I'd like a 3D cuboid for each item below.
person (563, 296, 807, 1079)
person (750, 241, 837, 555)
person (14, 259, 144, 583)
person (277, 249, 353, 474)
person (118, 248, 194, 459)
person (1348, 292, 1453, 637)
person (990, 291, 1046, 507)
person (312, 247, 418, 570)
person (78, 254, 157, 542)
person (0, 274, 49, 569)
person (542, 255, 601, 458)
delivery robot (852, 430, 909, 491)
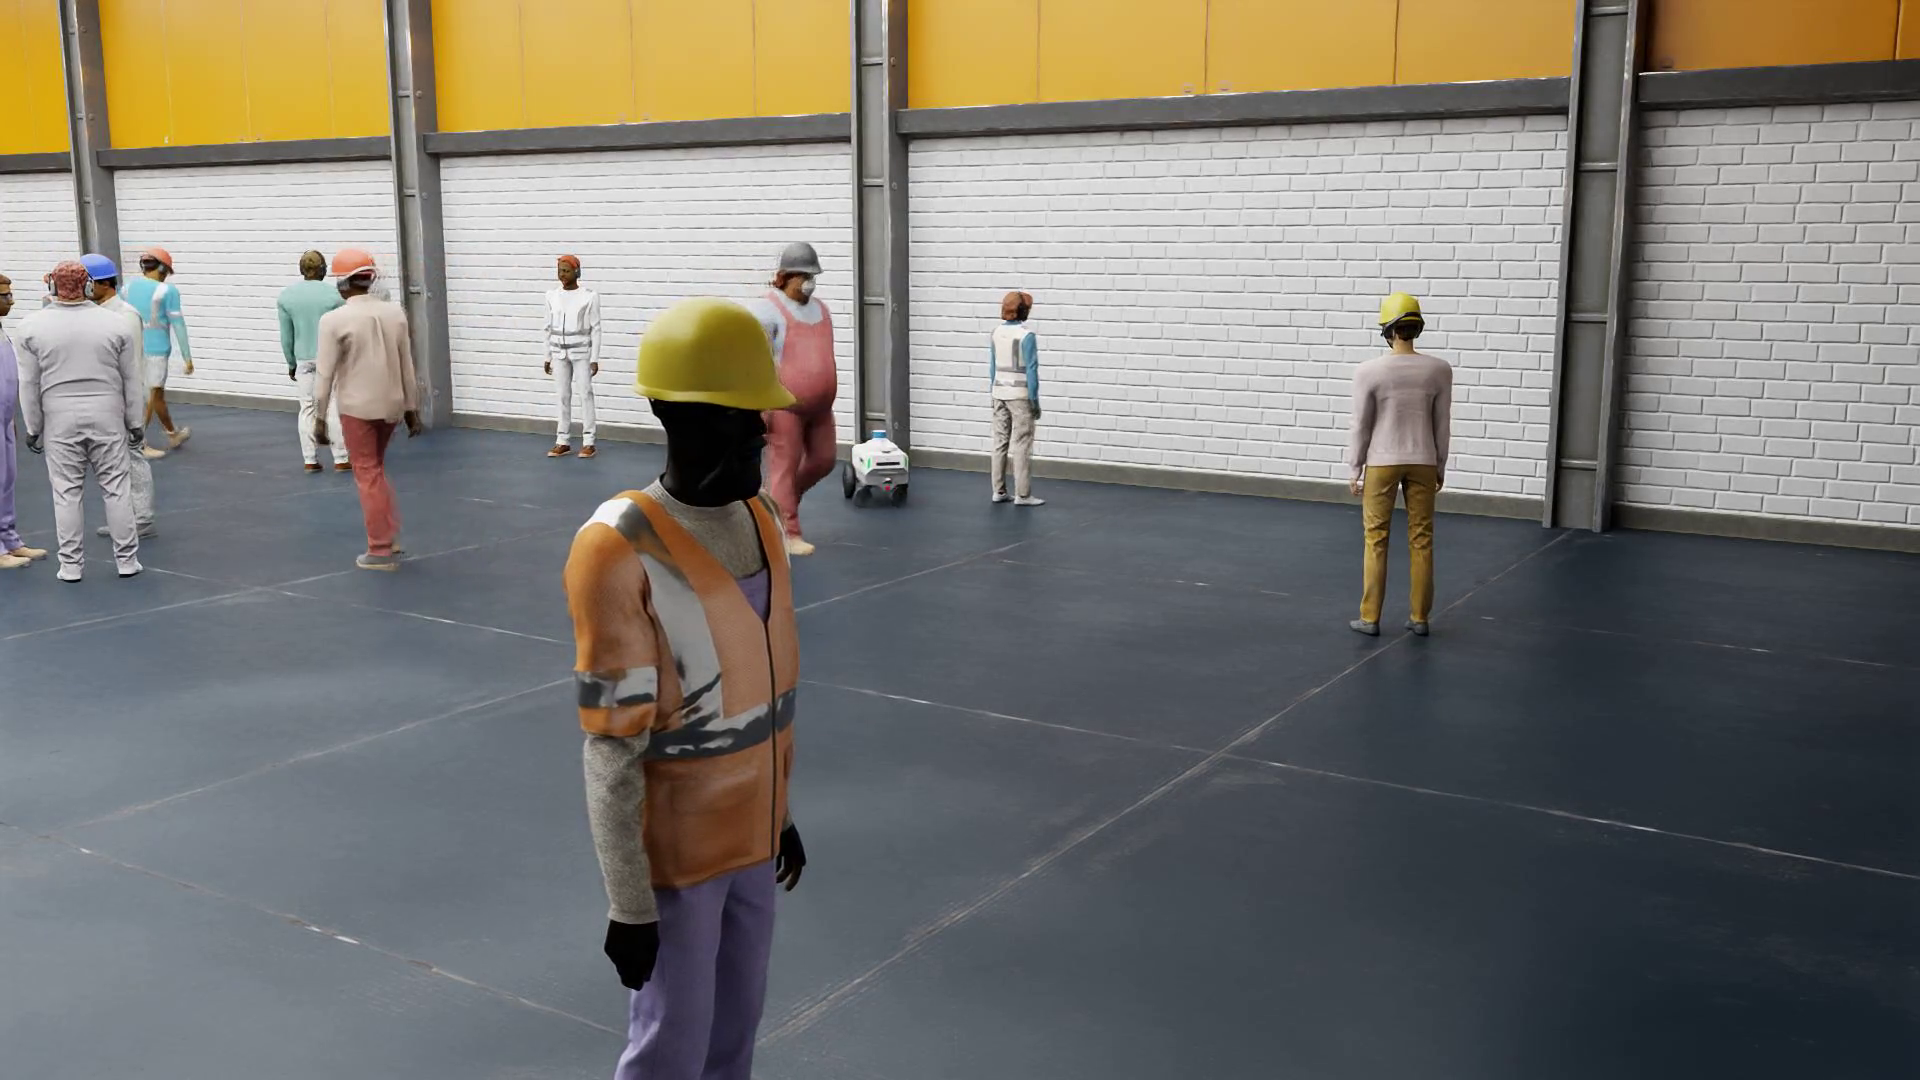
[{"bbox_3d":[-0.447,0.529,3.013,0.373,1.925,0.595,4,11,21],"label":"person"},{"bbox_3d":[-1.083,-0.932,10.797,0.653,2.000,0.694,9,14,42],"label":"person"},{"bbox_3d":[-5.205,-0.701,9.885,0.651,1.907,0.409,-6,12,-30],"label":"person"},{"bbox_3d":[-5.551,-1.534,14.414,0.627,1.941,0.371,1,10,3],"label":"person"},{"bbox_3d":[-7.566,-1.767,15.694,0.711,1.928,1.107,3,11,14],"label":"person"},{"bbox_3d":[2.234,-0.375,8.503,0.524,1.761,0.339,-1,10,-3],"label":"person"},{"bbox_3d":[0.421,-1.073,12.702,0.337,1.631,0.537,-7,13,-35],"label":"person"},{"bbox_3d":[-3.689,-0.798,10.218,0.550,1.975,0.652,6,12,31],"label":"person"},{"bbox_3d":[-5.706,-0.956,11.235,0.623,1.932,0.421,9,13,40],"label":"person"},{"bbox_3d":[-5.942,-0.731,10.262,0.358,1.837,0.505,-3,11,-15],"label":"person"},{"bbox_3d":[-3.621,-1.704,15.511,0.576,1.882,0.355,2,10,13],"label":"person"},{"bbox_3d":[-0.618,-0.605,12.840,0.477,0.478,0.707,-2,10,-13],"label":"delivery robot"}]
